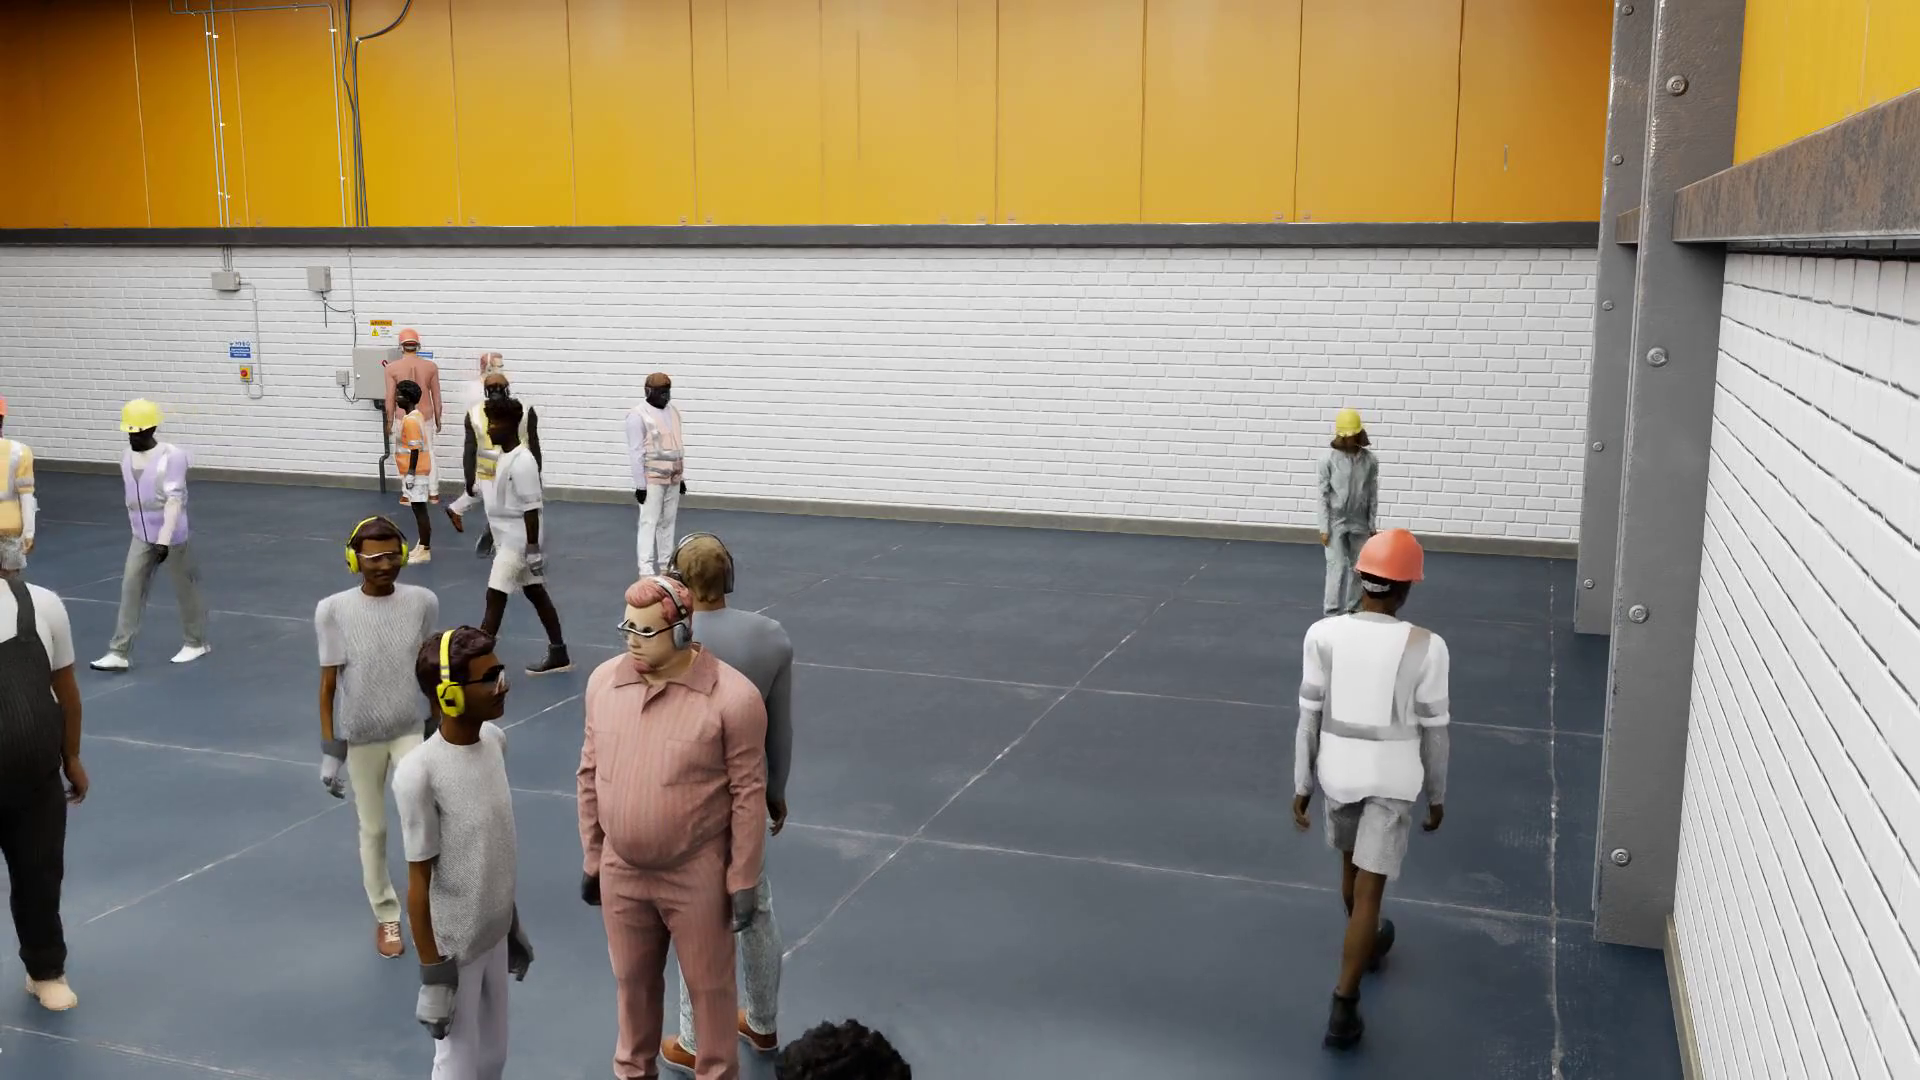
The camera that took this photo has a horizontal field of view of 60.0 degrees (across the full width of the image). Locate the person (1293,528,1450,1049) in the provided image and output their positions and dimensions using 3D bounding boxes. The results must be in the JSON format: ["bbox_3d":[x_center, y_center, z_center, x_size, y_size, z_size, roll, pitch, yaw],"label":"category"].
[{"bbox_3d":[1.569,0.886,6.305,0.547,1.875,1.028,6,12,31],"label":"person"}]

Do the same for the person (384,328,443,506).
[{"bbox_3d":[-6.161,-1.385,18.756,0.623,1.989,0.401,-6,12,-30],"label":"person"}]

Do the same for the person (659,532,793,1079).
[{"bbox_3d":[-0.872,0.932,5.863,0.635,1.936,0.354,-8,13,-37],"label":"person"}]

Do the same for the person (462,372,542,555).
[{"bbox_3d":[-3.997,-0.551,14.528,0.660,1.823,0.459,-1,10,-8],"label":"person"}]

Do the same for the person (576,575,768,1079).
[{"bbox_3d":[-0.942,1.049,5.311,0.636,1.903,0.404,3,11,17],"label":"person"}]

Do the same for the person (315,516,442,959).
[{"bbox_3d":[-2.299,0.834,6.676,0.527,1.849,0.696,-5,11,-28],"label":"person"}]

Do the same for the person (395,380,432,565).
[{"bbox_3d":[-5.029,-0.625,15.310,0.318,1.697,0.535,-3,11,-16],"label":"person"}]

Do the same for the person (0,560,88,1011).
[{"bbox_3d":[-3.594,0.834,6.125,0.546,2.000,0.700,10,14,43],"label":"person"}]

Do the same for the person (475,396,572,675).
[{"bbox_3d":[-3.085,0.003,11.128,0.951,1.920,0.616,-3,11,-17],"label":"person"}]

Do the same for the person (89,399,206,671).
[{"bbox_3d":[-5.588,-0.016,11.396,0.581,1.874,0.924,3,11,17],"label":"person"}]

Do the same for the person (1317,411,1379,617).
[{"bbox_3d":[2.874,-0.110,12.366,0.494,1.701,0.431,-3,10,-16],"label":"person"}]

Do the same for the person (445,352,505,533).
[{"bbox_3d":[-4.748,-0.938,16.563,0.815,1.882,0.652,0,10,1],"label":"person"}]

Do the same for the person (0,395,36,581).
[{"bbox_3d":[-6.808,-0.096,11.732,0.548,1.912,0.782,-6,12,-30],"label":"person"}]

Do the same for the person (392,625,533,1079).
[{"bbox_3d":[-1.383,1.161,4.751,0.322,1.876,0.531,2,10,11],"label":"person"}]

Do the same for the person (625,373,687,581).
[{"bbox_3d":[-2.599,-0.524,14.344,0.429,1.838,0.643,5,11,27],"label":"person"}]

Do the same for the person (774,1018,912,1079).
[{"bbox_3d":[-0.179,1.606,2.855,0.833,1.649,0.539,-5,11,-25],"label":"person"}]
